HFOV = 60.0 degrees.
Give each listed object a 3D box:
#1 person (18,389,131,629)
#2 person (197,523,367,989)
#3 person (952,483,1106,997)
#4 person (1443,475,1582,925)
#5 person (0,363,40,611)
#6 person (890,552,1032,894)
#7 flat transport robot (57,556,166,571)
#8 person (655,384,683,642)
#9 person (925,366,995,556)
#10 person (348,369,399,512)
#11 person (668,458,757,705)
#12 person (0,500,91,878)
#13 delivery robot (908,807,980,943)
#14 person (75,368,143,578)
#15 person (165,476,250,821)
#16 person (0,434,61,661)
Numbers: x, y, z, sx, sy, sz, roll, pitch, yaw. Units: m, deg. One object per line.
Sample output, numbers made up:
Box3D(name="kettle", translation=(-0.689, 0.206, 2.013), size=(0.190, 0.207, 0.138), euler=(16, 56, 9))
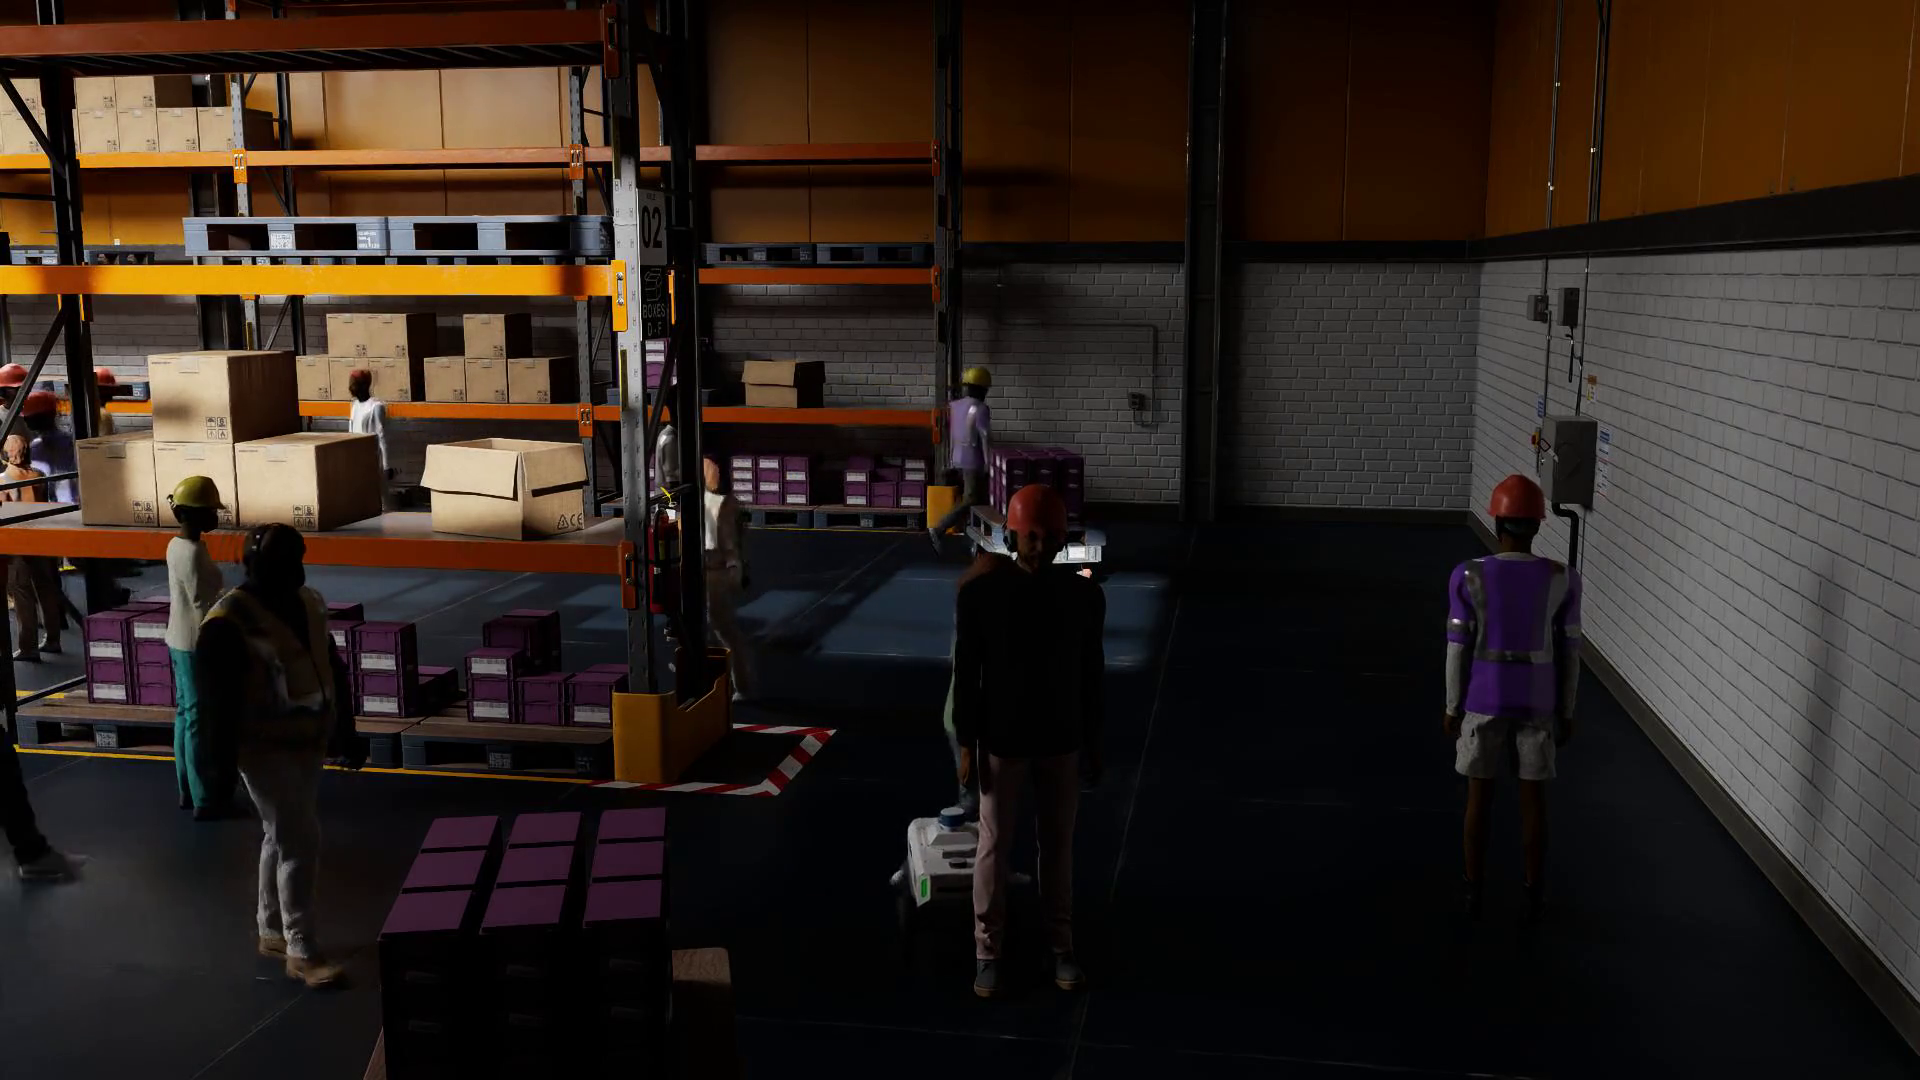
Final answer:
Box3D(name="person", translation=(-6.907, -0.222, 12.882), size=(0.745, 1.909, 0.570), euler=(2, 9, 11))
Box3D(name="person", translation=(-2.593, 0.838, 6.589), size=(0.698, 1.821, 0.630), euler=(2, 9, 14))
Box3D(name="person", translation=(0.274, 0.769, 6.451), size=(0.611, 1.996, 0.375), euler=(-2, 9, -12))
Box3D(name="person", translation=(2.356, 0.687, 7.147), size=(0.551, 1.934, 0.362), euler=(2, 9, 11))
Box3D(name="person", translation=(-7.803, -0.444, 13.829), size=(0.393, 2.044, 0.609), euler=(4, 10, 21))
Box3D(name="person", translation=(-0.001, 0.828, 7.301), size=(0.609, 1.595, 0.522), euler=(0, 9, -2))
Box3D(name="flat transport robot", translation=(-8.204, 0.126, 15.775), size=(0.652, 0.197, 1.431), euler=(9, 13, 43))
Box3D(name="person", translation=(-2.128, -0.213, 12.635), size=(0.361, 1.964, 0.615), euler=(-2, 9, -11))
Box3D(name="person", translation=(0.042, -0.769, 16.336), size=(0.844, 1.891, 0.584), euler=(-5, 10, -29))
Box3D(name="person", translation=(-5.943, -0.769, 16.495), size=(0.999, 1.824, 0.595), euler=(-8, 12, -42))
Box3D(name="person", translation=(-1.665, 0.261, 10.811), size=(0.863, 1.589, 0.525), euler=(5, 11, 29))
Box3D(name="person", translation=(-4.459, 0.660, 7.562), size=(0.955, 1.851, 0.651), euler=(-3, 10, -19))
Box3D(name="delivery robot", translation=(-0.032, 1.361, 6.945), size=(0.477, 0.478, 0.707), euler=(-1, 9, -5))
Box3D(name="person", translation=(-7.823, -0.591, 15.150), size=(0.537, 1.921, 0.640), euler=(-7, 12, -39))
Box3D(name="person", translation=(-3.892, 0.550, 8.538), size=(0.329, 1.763, 0.523), euler=(-6, 11, -34))
Box3D(name="person", translation=(-6.760, 0.052, 12.006), size=(0.310, 1.638, 0.523), euler=(2, 9, 10))
